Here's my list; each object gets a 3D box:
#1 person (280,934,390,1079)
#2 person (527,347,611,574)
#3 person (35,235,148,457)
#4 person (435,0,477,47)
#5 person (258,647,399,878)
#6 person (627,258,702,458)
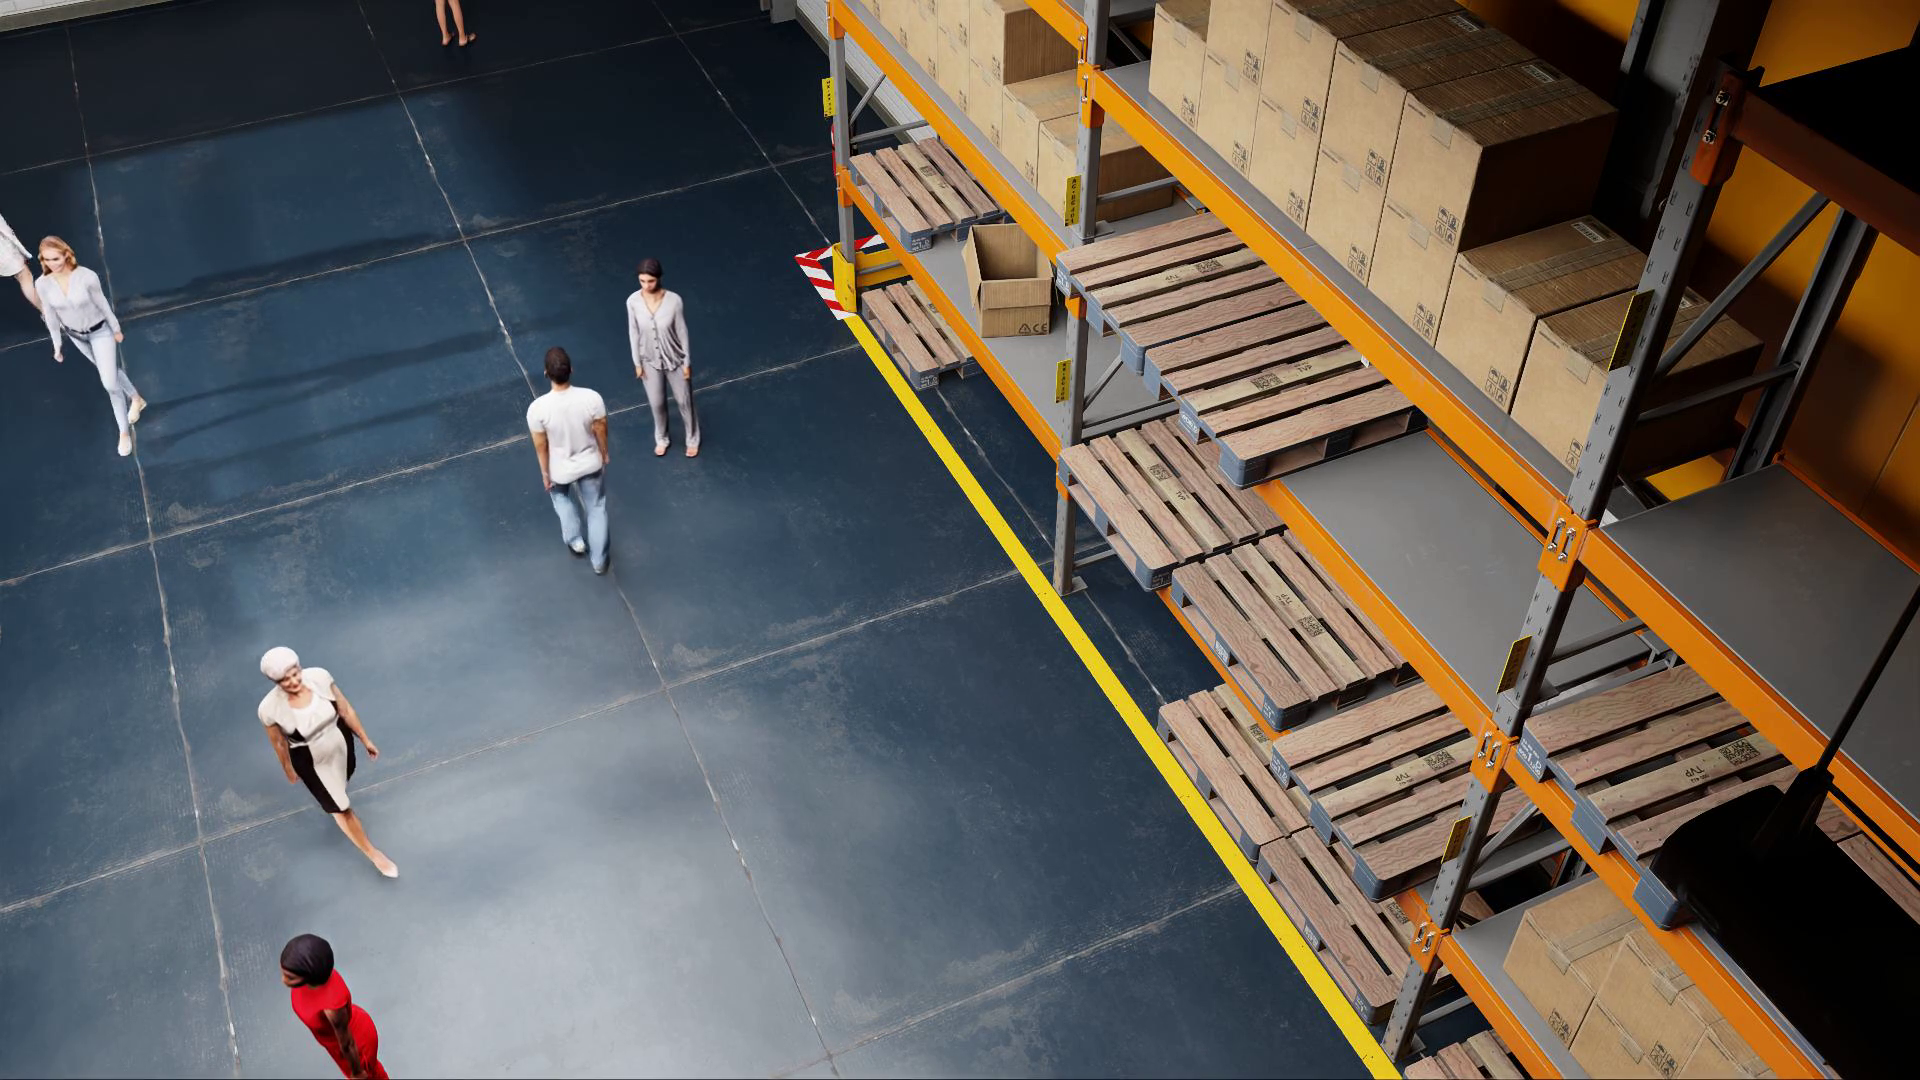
[{"bbox_3d":[-3.074,2.526,8.380,0.564,1.740,0.686,32,52,29],"label":"person"},{"bbox_3d":[-2.642,-0.479,11.463,0.697,1.840,0.761,-15,46,-15],"label":"person"},{"bbox_3d":[-6.606,-1.598,12.691,0.833,1.767,1.062,-2,44,-2],"label":"person"},{"bbox_3d":[-5.440,-5.942,17.404,0.638,1.556,0.689,8,44,8],"label":"person"},{"bbox_3d":[-3.786,1.208,9.788,1.174,1.707,0.939,29,51,27],"label":"person"},{"bbox_3d":[-2.218,-1.366,12.445,0.663,1.770,0.664,1,44,1],"label":"person"}]
